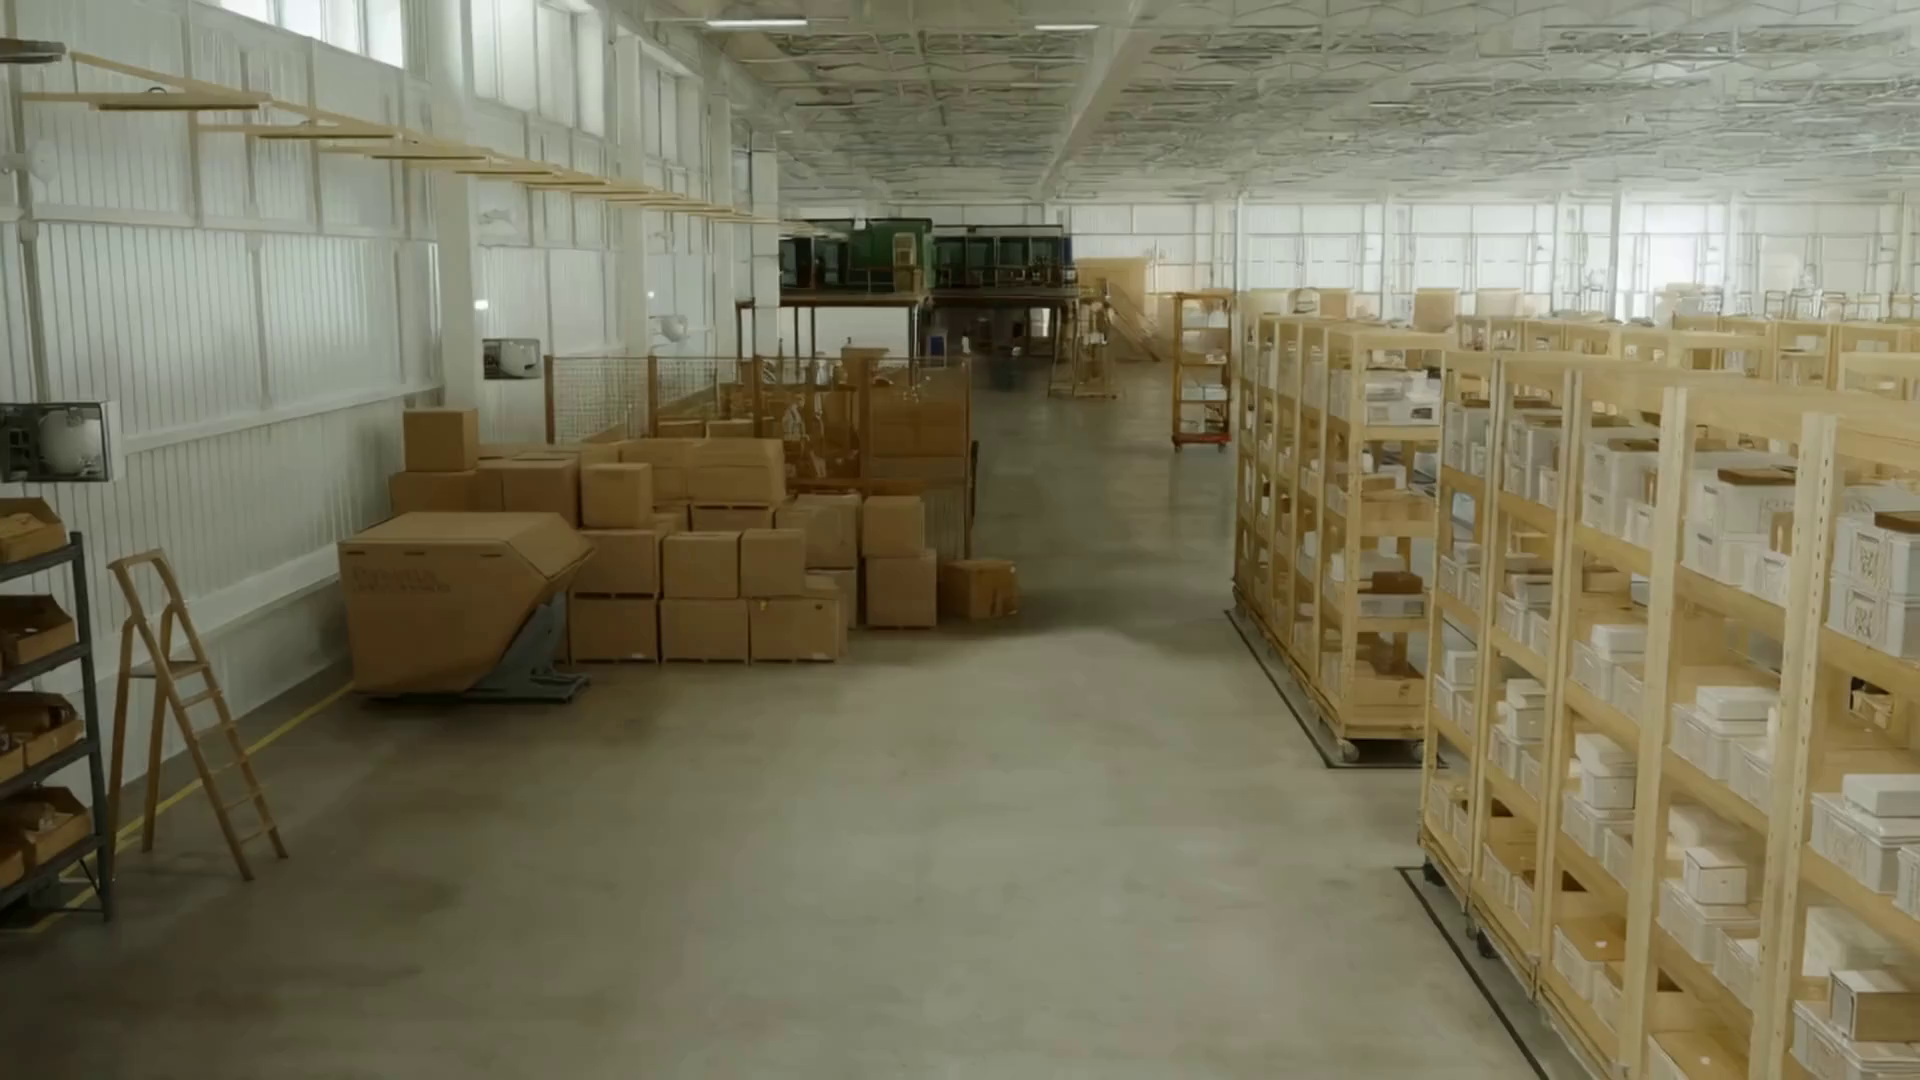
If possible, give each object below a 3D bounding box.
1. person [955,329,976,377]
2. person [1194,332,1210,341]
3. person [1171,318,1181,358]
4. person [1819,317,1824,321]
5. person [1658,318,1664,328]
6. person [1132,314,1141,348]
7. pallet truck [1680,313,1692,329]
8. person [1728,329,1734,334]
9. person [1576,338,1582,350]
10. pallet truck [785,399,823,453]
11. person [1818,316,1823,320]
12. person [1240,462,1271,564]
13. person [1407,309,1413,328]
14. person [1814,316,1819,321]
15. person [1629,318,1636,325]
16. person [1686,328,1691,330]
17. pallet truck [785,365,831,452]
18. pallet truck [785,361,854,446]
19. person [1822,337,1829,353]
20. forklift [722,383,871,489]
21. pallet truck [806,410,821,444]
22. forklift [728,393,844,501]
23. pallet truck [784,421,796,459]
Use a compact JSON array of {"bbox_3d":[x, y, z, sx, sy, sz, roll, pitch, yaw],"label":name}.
[{"bbox_3d":[0.200,-7.236,64.337,0.712,1.864,0.583,0,9,-1],"label":"person"},{"bbox_3d":[14.264,-12.579,97.244,1.049,1.885,0.628,6,11,31],"label":"person"},{"bbox_3d":[10.139,-9.451,77.796,0.542,1.929,0.369,-8,12,-41],"label":"person"},{"bbox_3d":[42.669,-10.165,82.462,0.400,1.830,0.526,0,9,0],"label":"person"},{"bbox_3d":[36.177,-10.593,85.629,0.617,1.662,0.595,2,9,11],"label":"person"},{"bbox_3d":[9.429,-11.088,88.284,0.539,1.805,0.675,4,10,22],"label":"person"},{"bbox_3d":[36.315,-10.531,84.244,0.823,1.965,1.885,-6,11,-33],"label":"pallet truck"},{"bbox_3d":[34.946,-8.988,75.293,0.967,1.813,0.496,3,10,19],"label":"person"},{"bbox_3d":[24.803,-7.808,67.312,0.672,2.000,0.536,2,9,13],"label":"person"},{"bbox_3d":[-3.814,-2.432,36.419,1.630,1.274,0.653,0,9,1],"label":"pallet truck"},{"bbox_3d":[42.942,-10.257,83.035,0.634,1.839,0.429,1,9,9],"label":"person"},{"bbox_3d":[3.915,-0.367,22.047,0.597,1.831,0.403,8,12,42],"label":"person"},{"bbox_3d":[25.596,-12.181,94.675,0.398,1.918,0.590,6,11,33],"label":"person"},{"bbox_3d":[41.211,-9.812,80.053,0.383,1.916,0.591,-1,9,-5],"label":"person"},{"bbox_3d":[31.639,-9.508,78.283,0.652,1.891,0.827,4,10,22],"label":"person"},{"bbox_3d":[26.682,-6.789,61.166,0.395,1.992,0.622,-4,10,-25],"label":"person"},{"bbox_3d":[-3.774,-2.976,37.635,1.885,1.965,0.823,1,9,5],"label":"pallet truck"},{"bbox_3d":[-3.410,-3.193,38.978,1.885,1.965,0.823,0,9,-1],"label":"pallet truck"},{"bbox_3d":[33.767,-7.352,64.978,0.995,1.880,0.565,8,12,42],"label":"person"},{"bbox_3d":[-2.893,-1.687,28.729,2.680,1.987,1.157,0,9,-1],"label":"forklift"},{"bbox_3d":[-3.559,-2.018,33.905,1.522,1.261,0.704,0,9,-1],"label":"pallet truck"},{"bbox_3d":[-2.979,-1.316,26.476,2.680,1.987,1.157,0,9,1],"label":"forklift"},{"bbox_3d":[-4.013,-1.793,32.705,1.601,1.201,0.680,0,9,1],"label":"pallet truck"}]
